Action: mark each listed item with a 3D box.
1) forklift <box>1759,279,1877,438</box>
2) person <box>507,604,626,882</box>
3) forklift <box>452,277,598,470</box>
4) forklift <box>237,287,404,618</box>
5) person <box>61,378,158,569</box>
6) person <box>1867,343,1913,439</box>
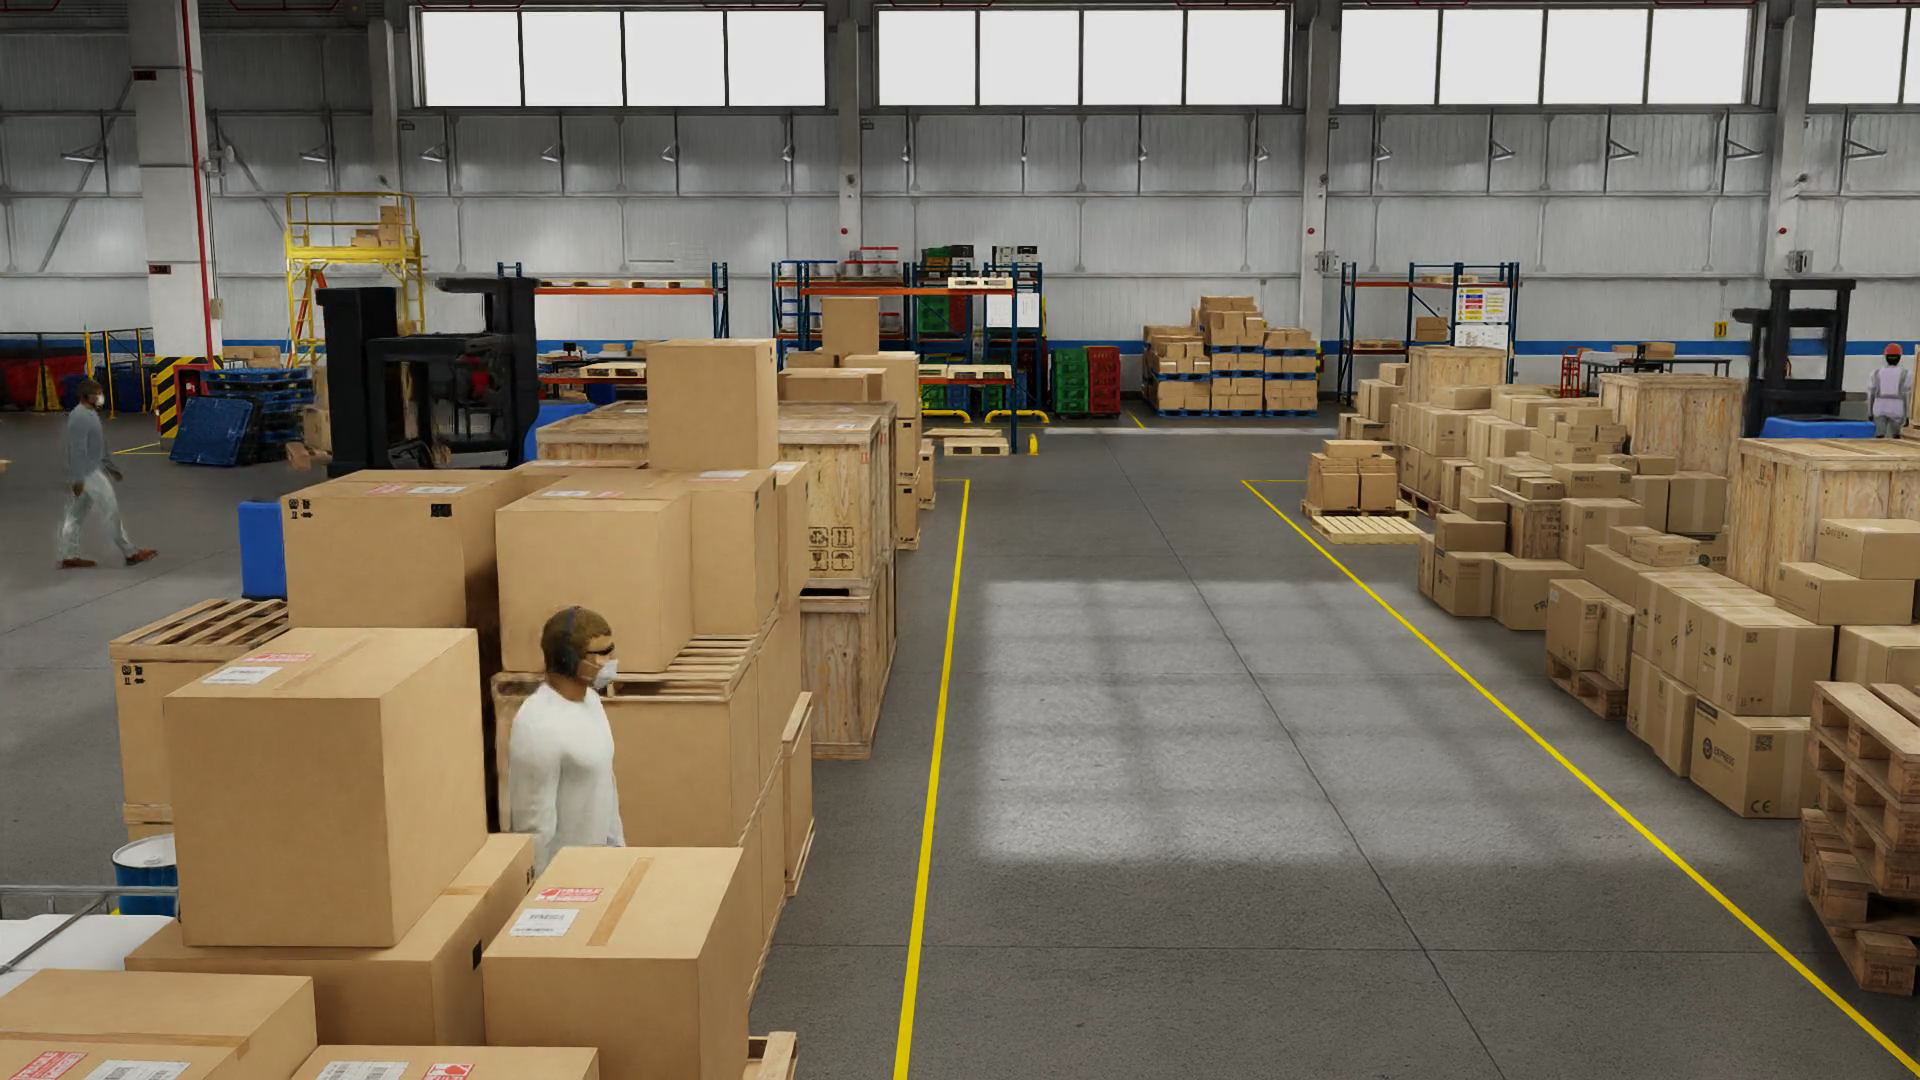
[{"bbox_3d":[10.723,-1.918,21.122,1.129,2.768,1.873,0,9,1],"label":"forklift"},{"bbox_3d":[-1.178,1.160,5.609,0.950,1.900,0.638,0,9,0],"label":"person"},{"bbox_3d":[-6.044,-2.229,22.988,1.873,2.768,1.129,-4,10,-25],"label":"forklift"},{"bbox_3d":[-4.964,-0.712,13.900,1.873,2.768,1.129,0,9,1],"label":"forklift"},{"bbox_3d":[-8.513,-0.655,16.514,0.959,1.892,0.631,-5,11,-26],"label":"person"},{"bbox_3d":[13.038,-1.791,23.297,0.573,1.897,0.854,8,12,39],"label":"person"}]
